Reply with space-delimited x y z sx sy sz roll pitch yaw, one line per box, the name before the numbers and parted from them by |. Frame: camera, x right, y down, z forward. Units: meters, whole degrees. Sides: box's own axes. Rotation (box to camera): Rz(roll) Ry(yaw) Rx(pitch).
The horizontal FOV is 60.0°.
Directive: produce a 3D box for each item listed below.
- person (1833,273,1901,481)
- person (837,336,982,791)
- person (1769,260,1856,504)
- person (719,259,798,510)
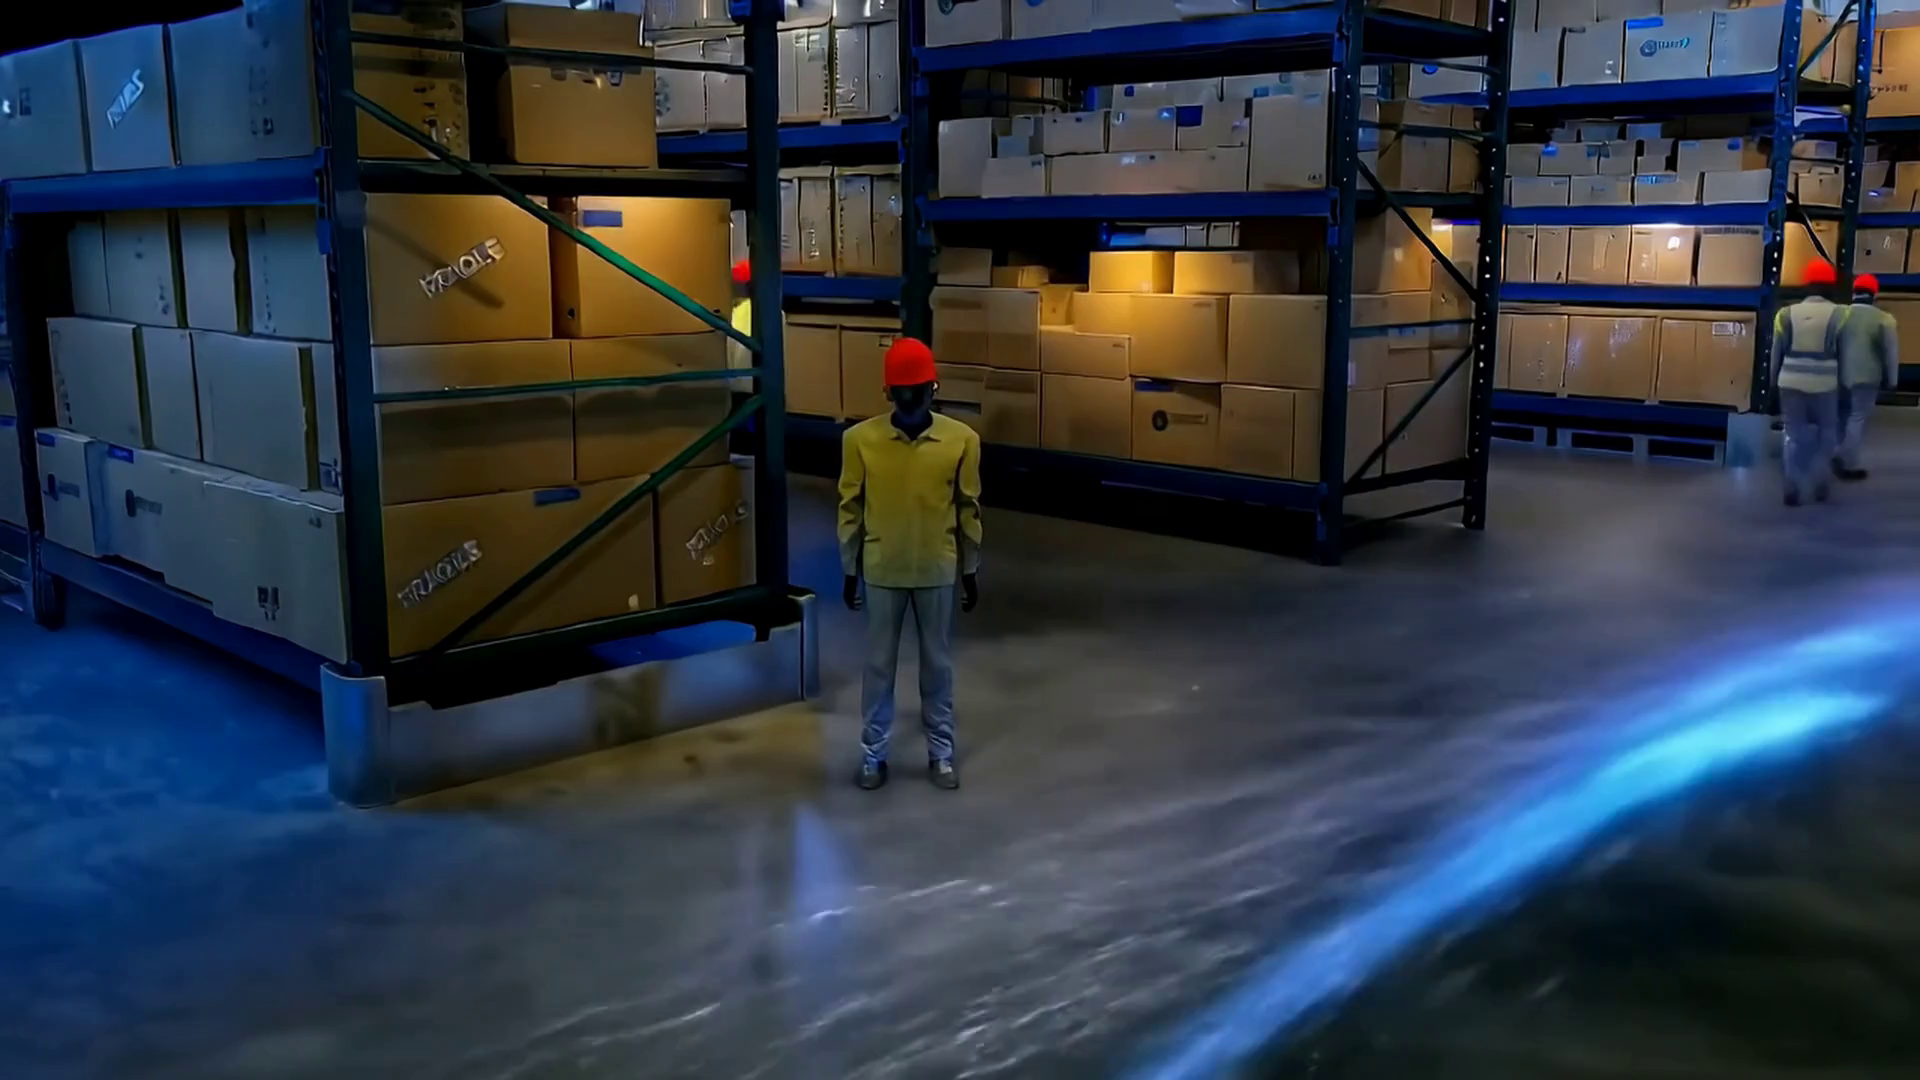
person | 7.861 -1.424 14.547 0.504 1.799 0.630 -6 12 -31
person | -0.191 0.096 6.404 0.563 1.752 0.327 -1 10 -5
person | 6.797 -1.254 13.271 0.644 1.928 0.538 9 14 40
person | -1.572 -1.178 12.809 0.995 1.958 0.625 9 13 39
